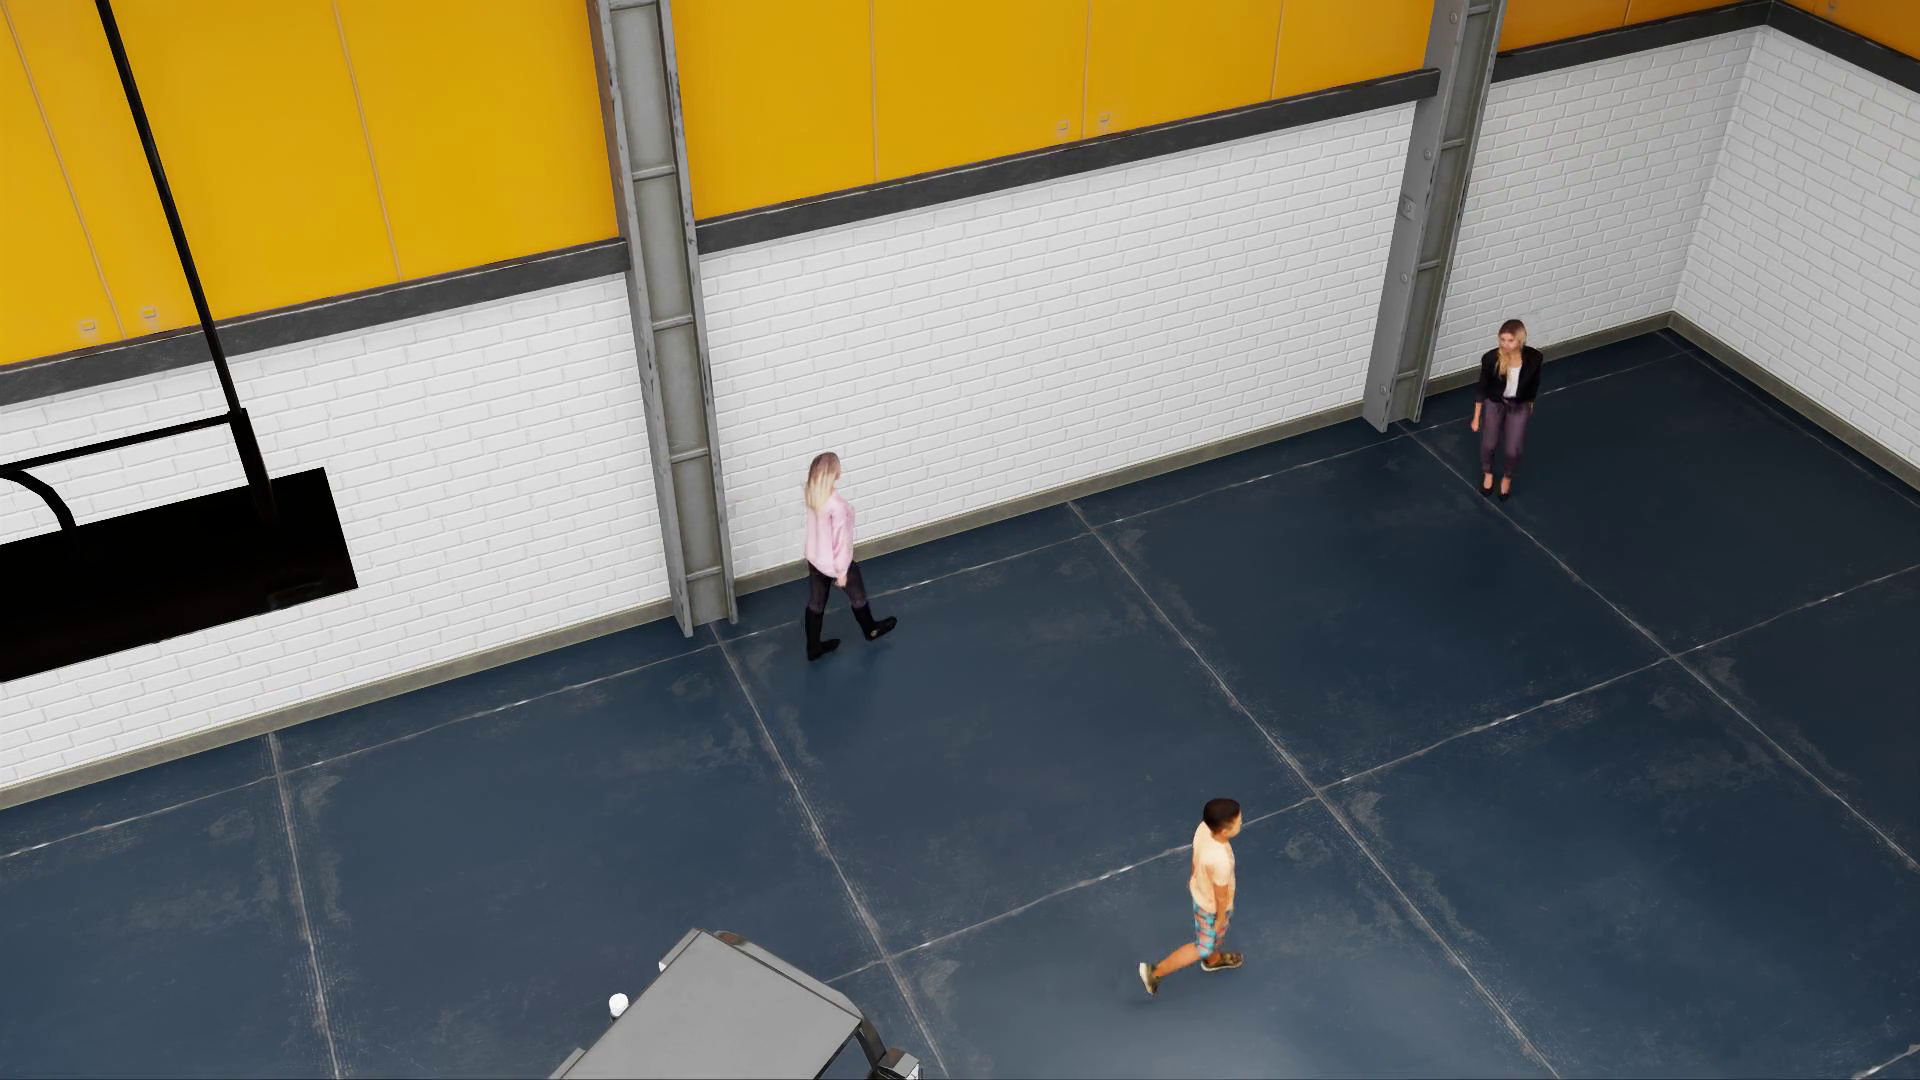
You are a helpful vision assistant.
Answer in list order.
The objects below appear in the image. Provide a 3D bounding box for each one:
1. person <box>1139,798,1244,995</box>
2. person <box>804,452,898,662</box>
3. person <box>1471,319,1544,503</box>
[{"bbox_3d":[1.303,1.955,9.057,0.937,1.443,0.647,-8,39,-10],"label":"person"},{"bbox_3d":[-0.941,0.154,11.133,0.969,1.667,0.750,-26,45,-29],"label":"person"},{"bbox_3d":[4.137,-0.994,12.593,0.748,1.640,0.822,0,39,0],"label":"person"}]
